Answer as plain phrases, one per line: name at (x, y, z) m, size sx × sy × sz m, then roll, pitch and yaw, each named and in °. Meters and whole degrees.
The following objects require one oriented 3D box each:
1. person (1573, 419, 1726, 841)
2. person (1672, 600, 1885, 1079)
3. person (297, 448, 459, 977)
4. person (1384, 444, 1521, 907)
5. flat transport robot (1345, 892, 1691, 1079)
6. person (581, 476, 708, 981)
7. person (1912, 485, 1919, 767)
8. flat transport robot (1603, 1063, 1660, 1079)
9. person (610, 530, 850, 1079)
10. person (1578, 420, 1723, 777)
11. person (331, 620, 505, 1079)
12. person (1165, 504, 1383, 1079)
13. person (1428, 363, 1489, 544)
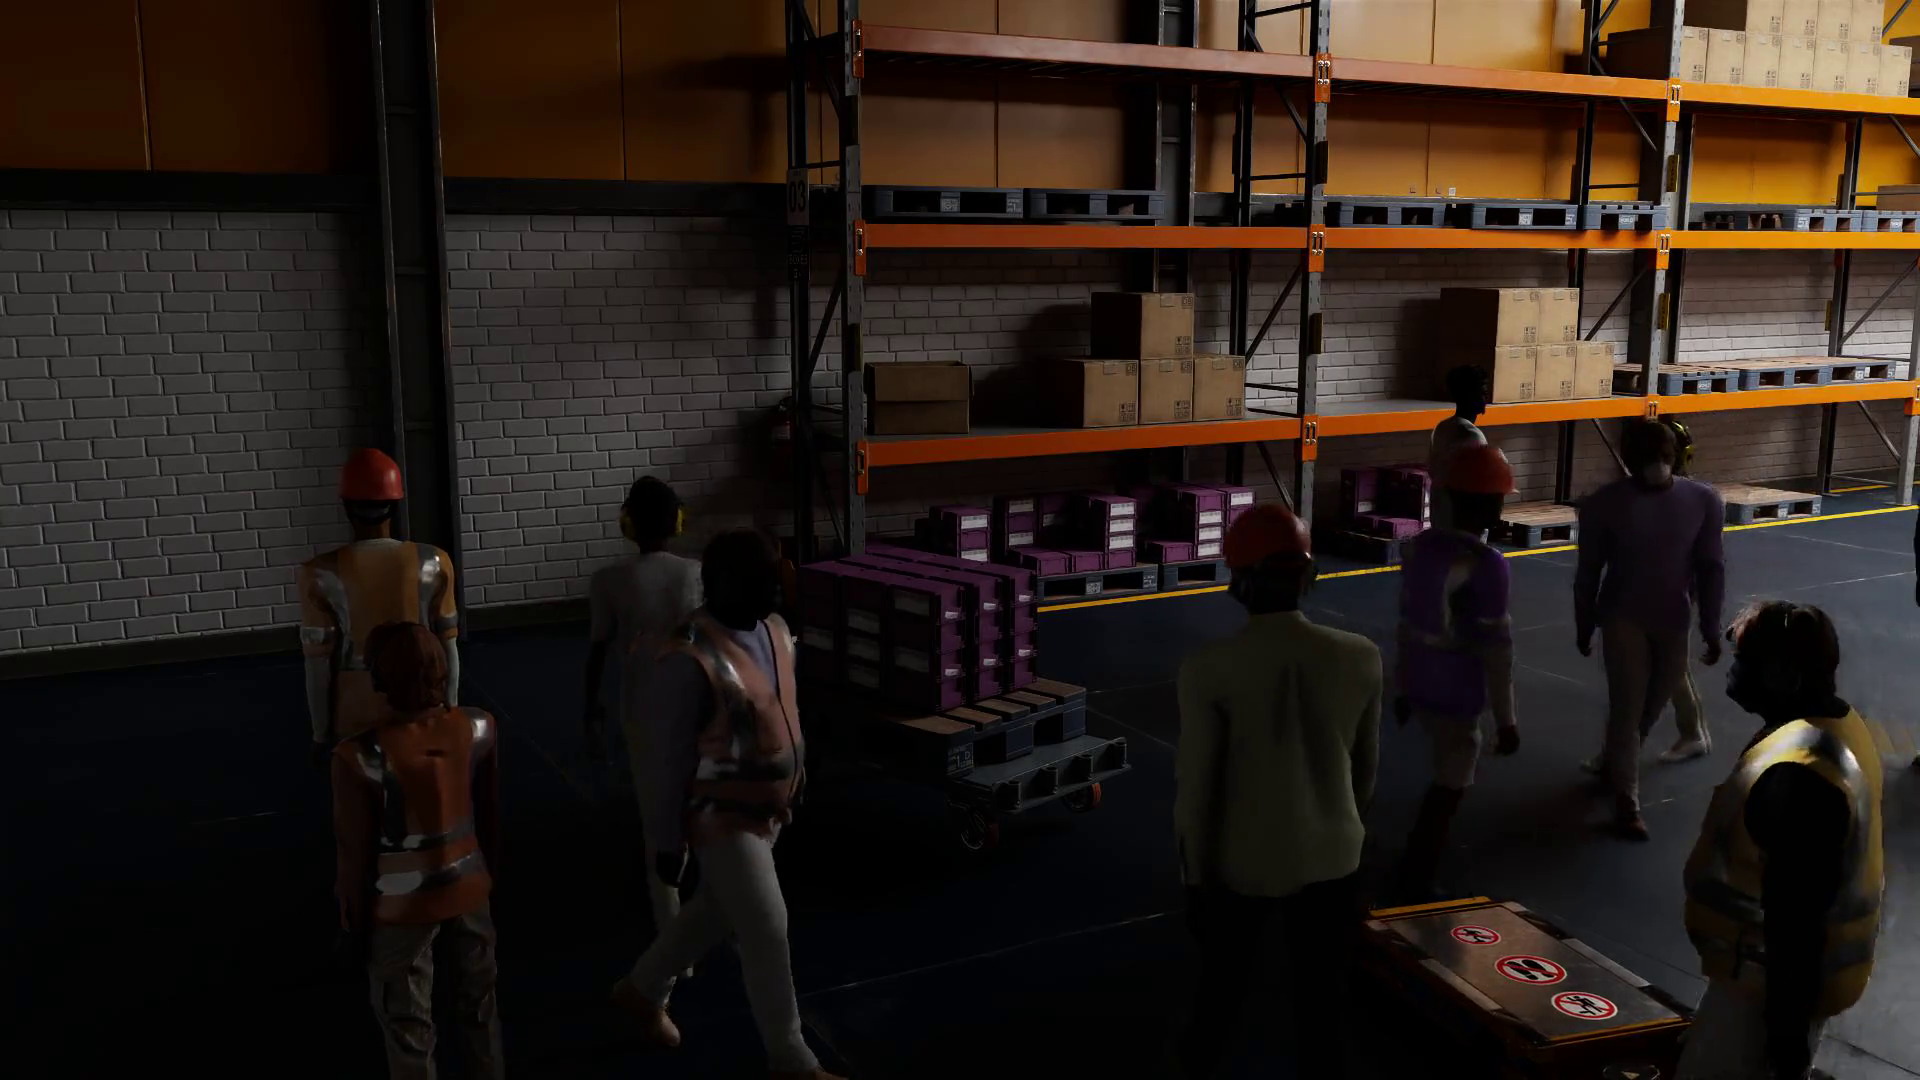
person at (3.177, 0.365, 7.781) m, size 0.633 × 1.904 × 0.906 m, roll 1°, pitch 10°, yaw 6°
person at (1.985, 1.046, 4.061) m, size 0.432 × 1.824 × 0.632 m, roll 6°, pitch 12°, yaw 33°
person at (-2.112, 0.632, 6.100) m, size 0.546 × 1.939 × 0.375 m, roll -5°, pitch 11°, yaw -27°
person at (1.897, 0.592, 6.374) m, size 0.459 × 1.918 × 0.551 m, roll -2°, pitch 10°, yaw -13°
flat transport robot at (1.895, 1.532, 5.714) m, size 0.652 × 0.197 × 1.431 m, roll -3°, pitch 10°, yaw -17°
person at (-1.134, 0.673, 6.237) m, size 0.537 × 1.820 × 0.989 m, roll -4°, pitch 11°, yaw -21°
person at (5.251, 0.158, 8.532) m, size 0.741 × 2.000 × 0.684 m, roll -9°, pitch 13°, yaw -42°
flat transport robot at (2.357, 1.765, 4.371) m, size 0.652 × 0.197 × 1.431 m, roll -2°, pitch 10°, yaw -13°
person at (-0.770, 0.844, 5.287) m, size 0.914 × 1.809 × 0.636 m, roll 4°, pitch 11°, yaw 22°
person at (3.523, 0.297, 8.421) m, size 1.006 × 1.802 × 0.537 m, roll -5°, pitch 11°, yaw -26°
person at (-1.501, 1.033, 4.657) m, size 0.310 × 1.639 × 0.514 m, roll 9°, pitch 13°, yaw 40°
person at (0.890, 0.861, 4.758) m, size 0.643 × 1.935 × 1.032 m, roll -1°, pitch 10°, yaw -4°
person at (3.085, -0.102, 10.247) m, size 0.365 × 1.964 × 0.608 m, roll -1°, pitch 10°, yaw -8°
